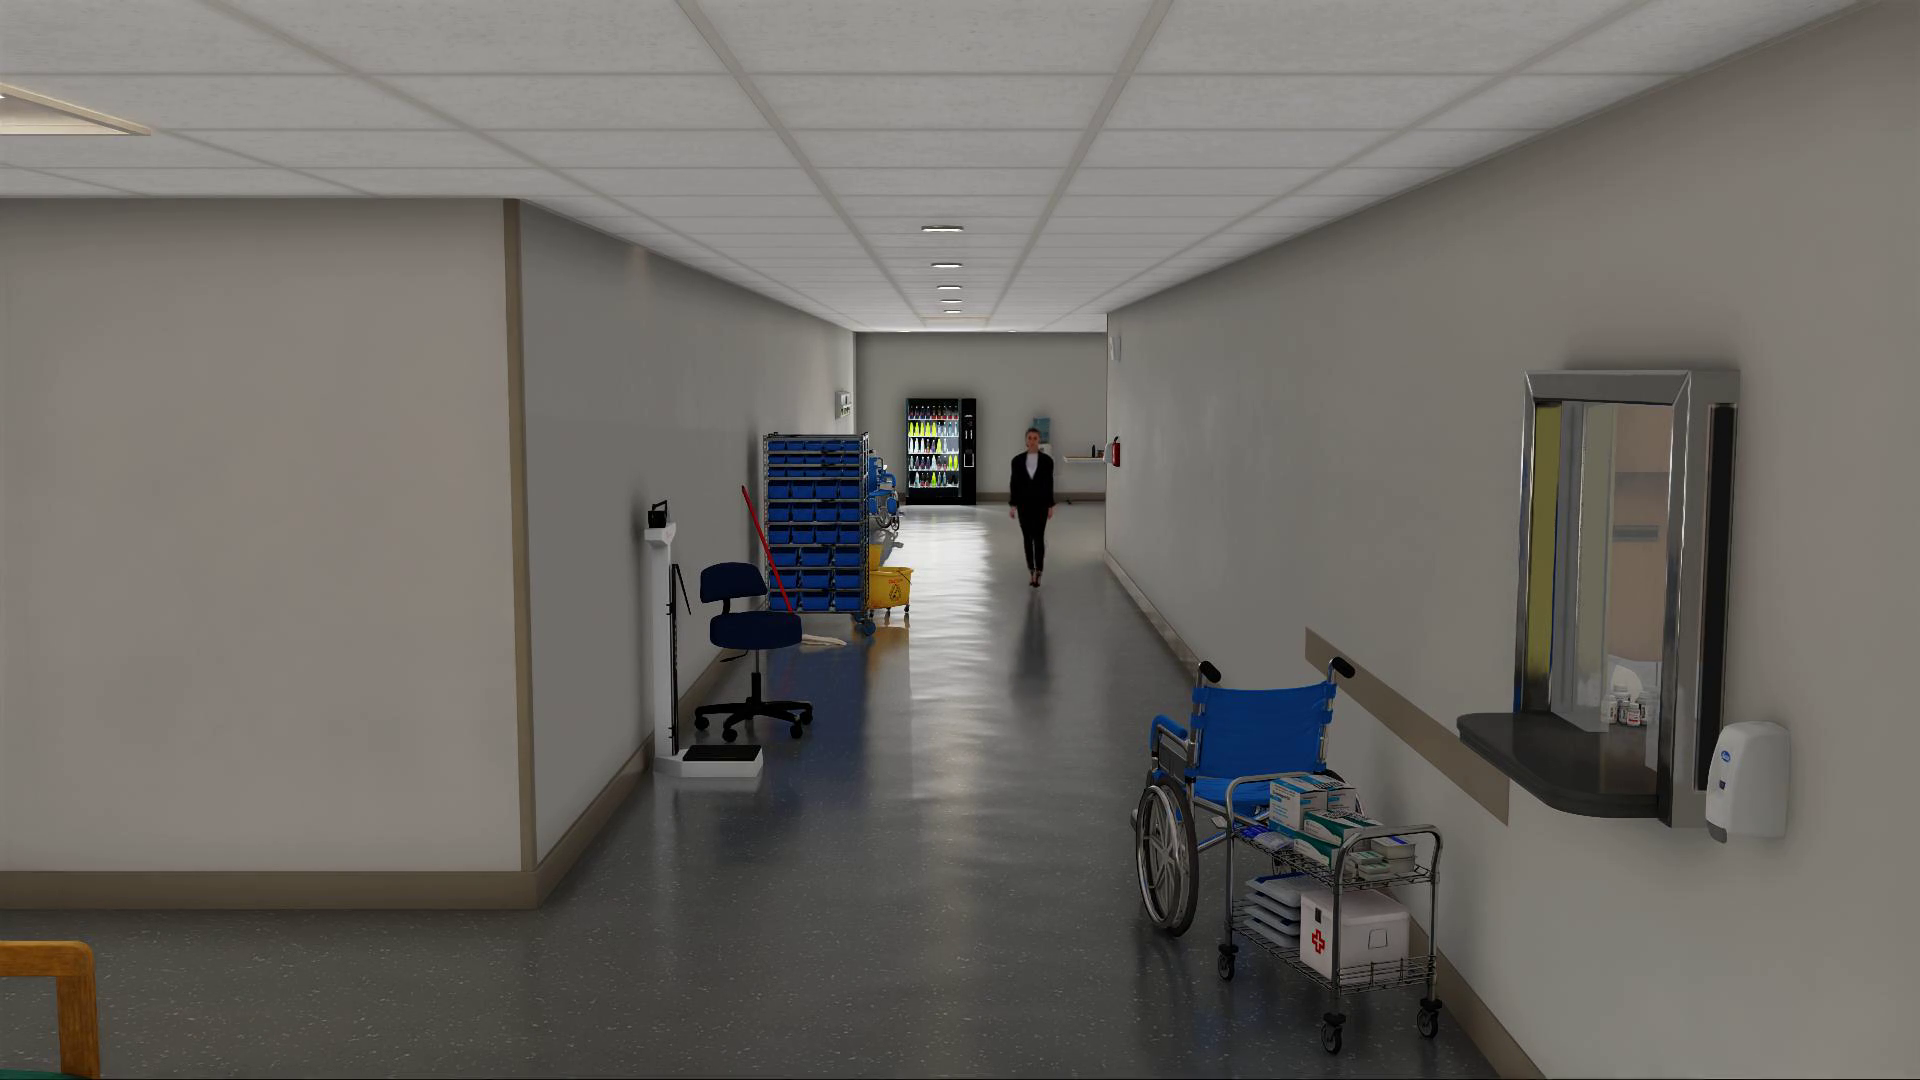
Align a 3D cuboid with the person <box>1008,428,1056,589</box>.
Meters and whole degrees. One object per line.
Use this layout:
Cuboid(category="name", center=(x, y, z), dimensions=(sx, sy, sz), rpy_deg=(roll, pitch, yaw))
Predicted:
Cuboid(category="person", center=(0.772, -0.317, 17.522), dimensions=(0.922, 1.674, 0.775), rpy_deg=(1, 6, 10))
